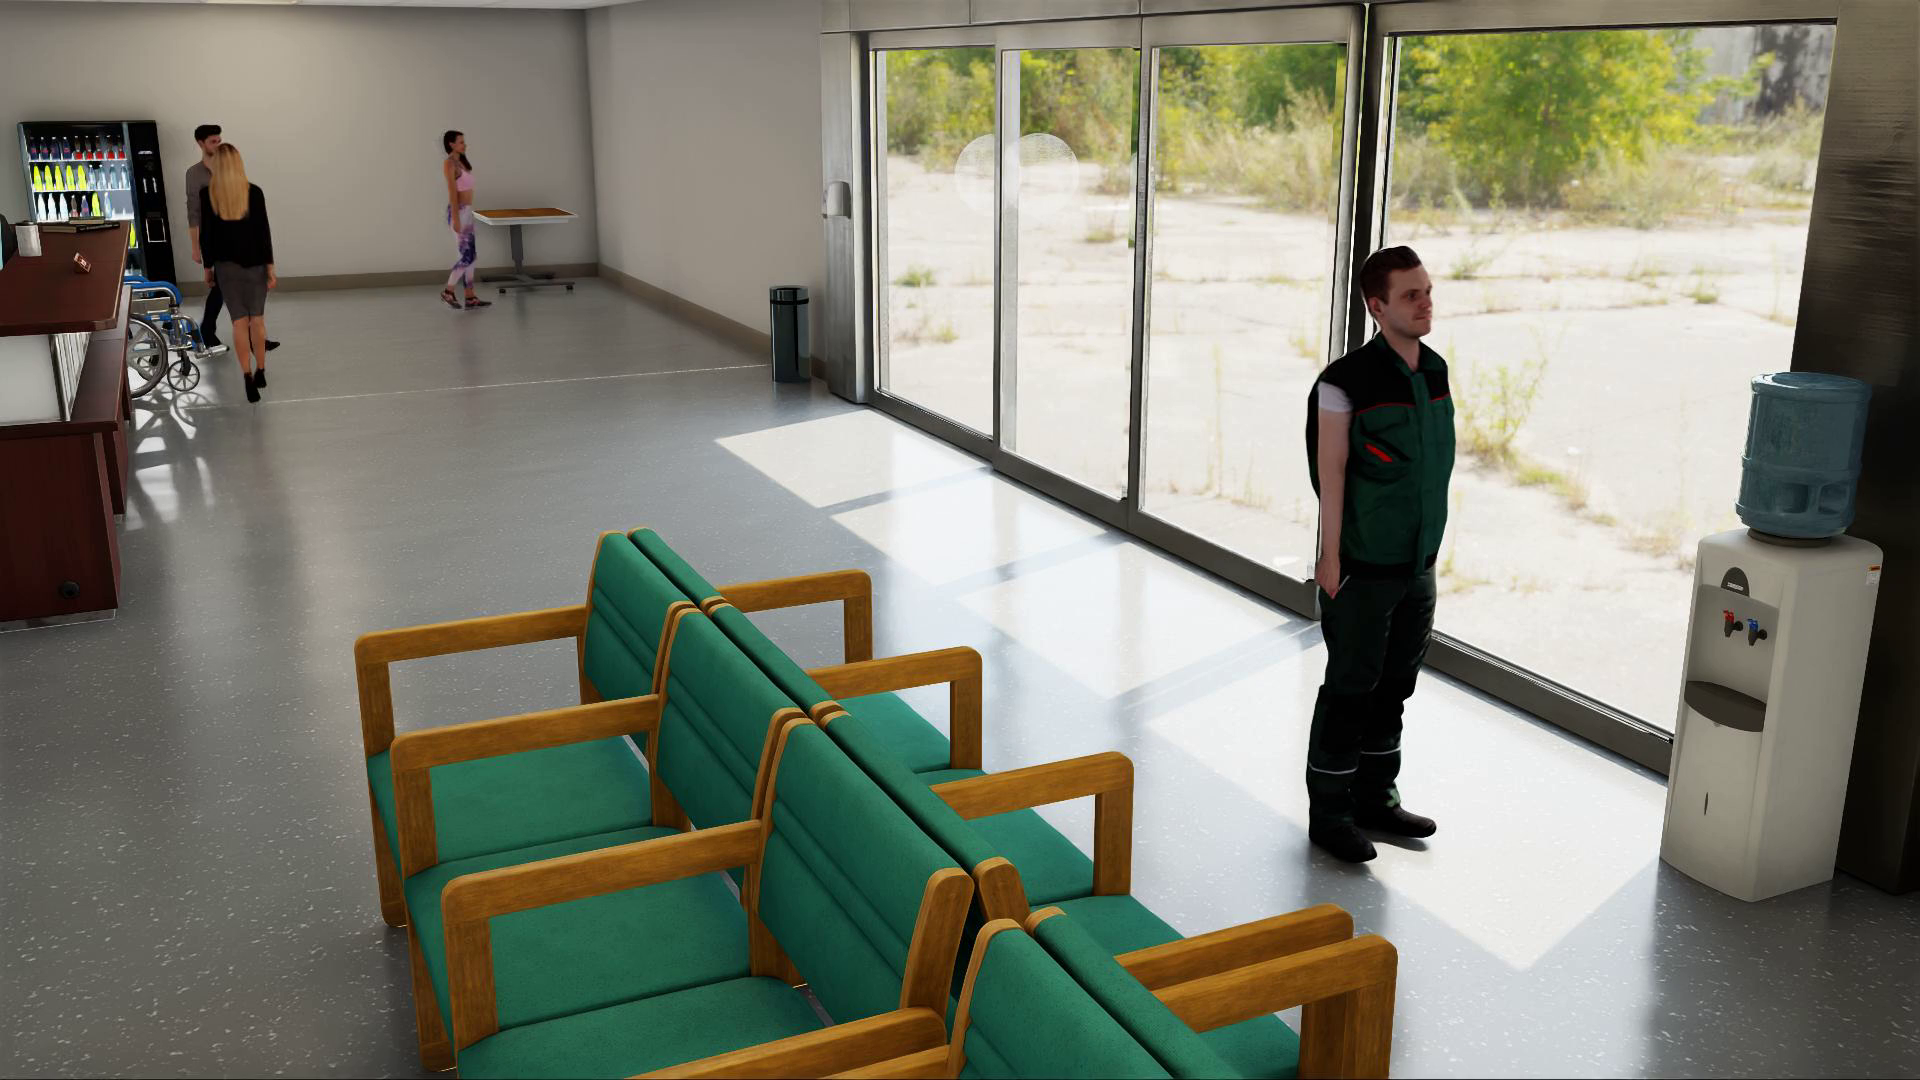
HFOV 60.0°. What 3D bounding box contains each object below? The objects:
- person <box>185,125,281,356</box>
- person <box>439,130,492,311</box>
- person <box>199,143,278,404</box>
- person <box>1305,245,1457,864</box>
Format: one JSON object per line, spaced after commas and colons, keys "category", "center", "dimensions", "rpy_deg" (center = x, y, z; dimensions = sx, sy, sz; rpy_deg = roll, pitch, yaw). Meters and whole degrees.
{"category": "person", "center": [-6.183, -2.449, 13.789], "dimensions": [1.266, 1.859, 1.187], "rpy_deg": [5, 17, 18]}
{"category": "person", "center": [-4.971, -3.157, 16.468], "dimensions": [0.804, 1.768, 0.765], "rpy_deg": [-3, 16, -10]}
{"category": "person", "center": [-5.035, -1.802, 11.624], "dimensions": [1.108, 1.788, 0.712], "rpy_deg": [-6, 17, -20]}
{"category": "person", "center": [1.261, 0.041, 4.979], "dimensions": [0.592, 1.843, 0.748], "rpy_deg": [-12, 19, -36]}
